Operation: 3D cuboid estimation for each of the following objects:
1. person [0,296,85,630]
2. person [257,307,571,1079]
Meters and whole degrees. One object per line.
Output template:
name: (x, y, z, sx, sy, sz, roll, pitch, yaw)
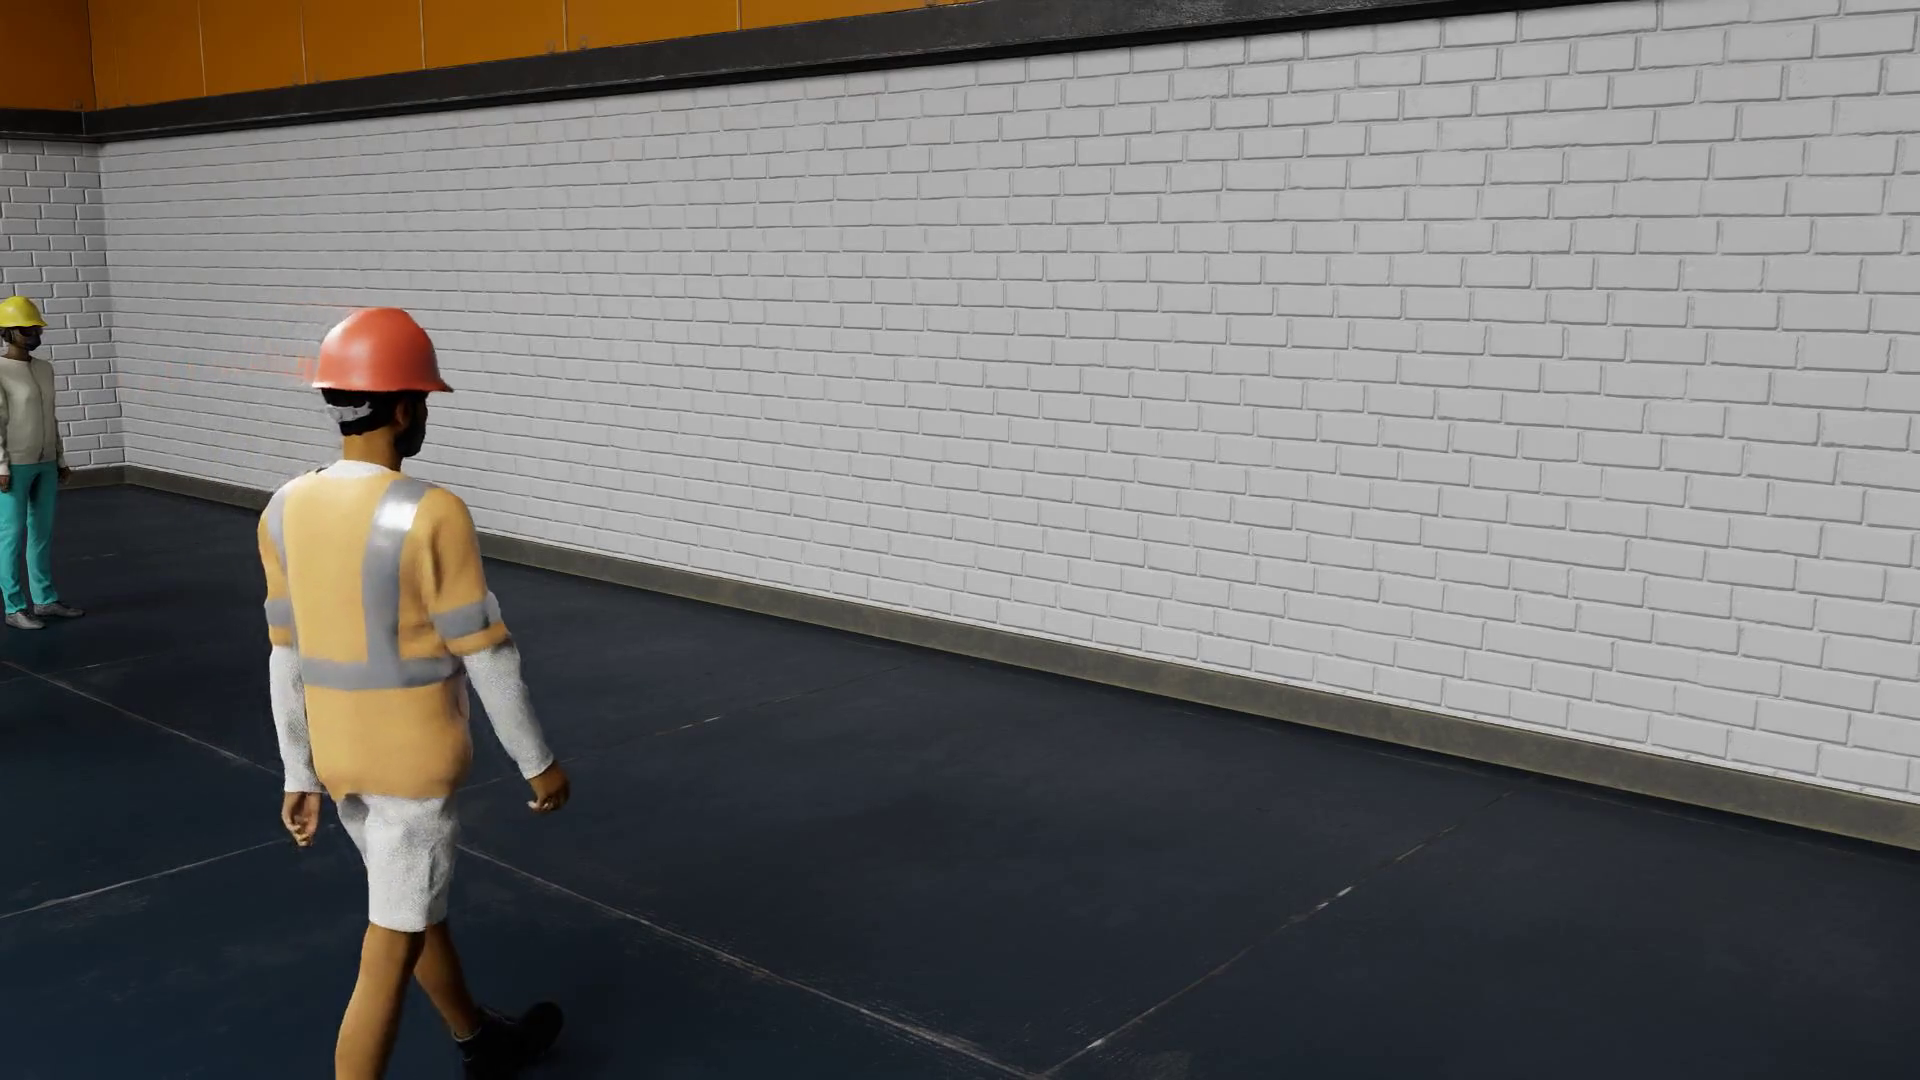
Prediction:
person: (-4.983, -0.413, 8.914, 0.316, 1.769, 0.523, 2, 10, 9)
person: (-1.162, 0.450, 3.644, 0.554, 1.895, 0.854, 6, 12, 32)
